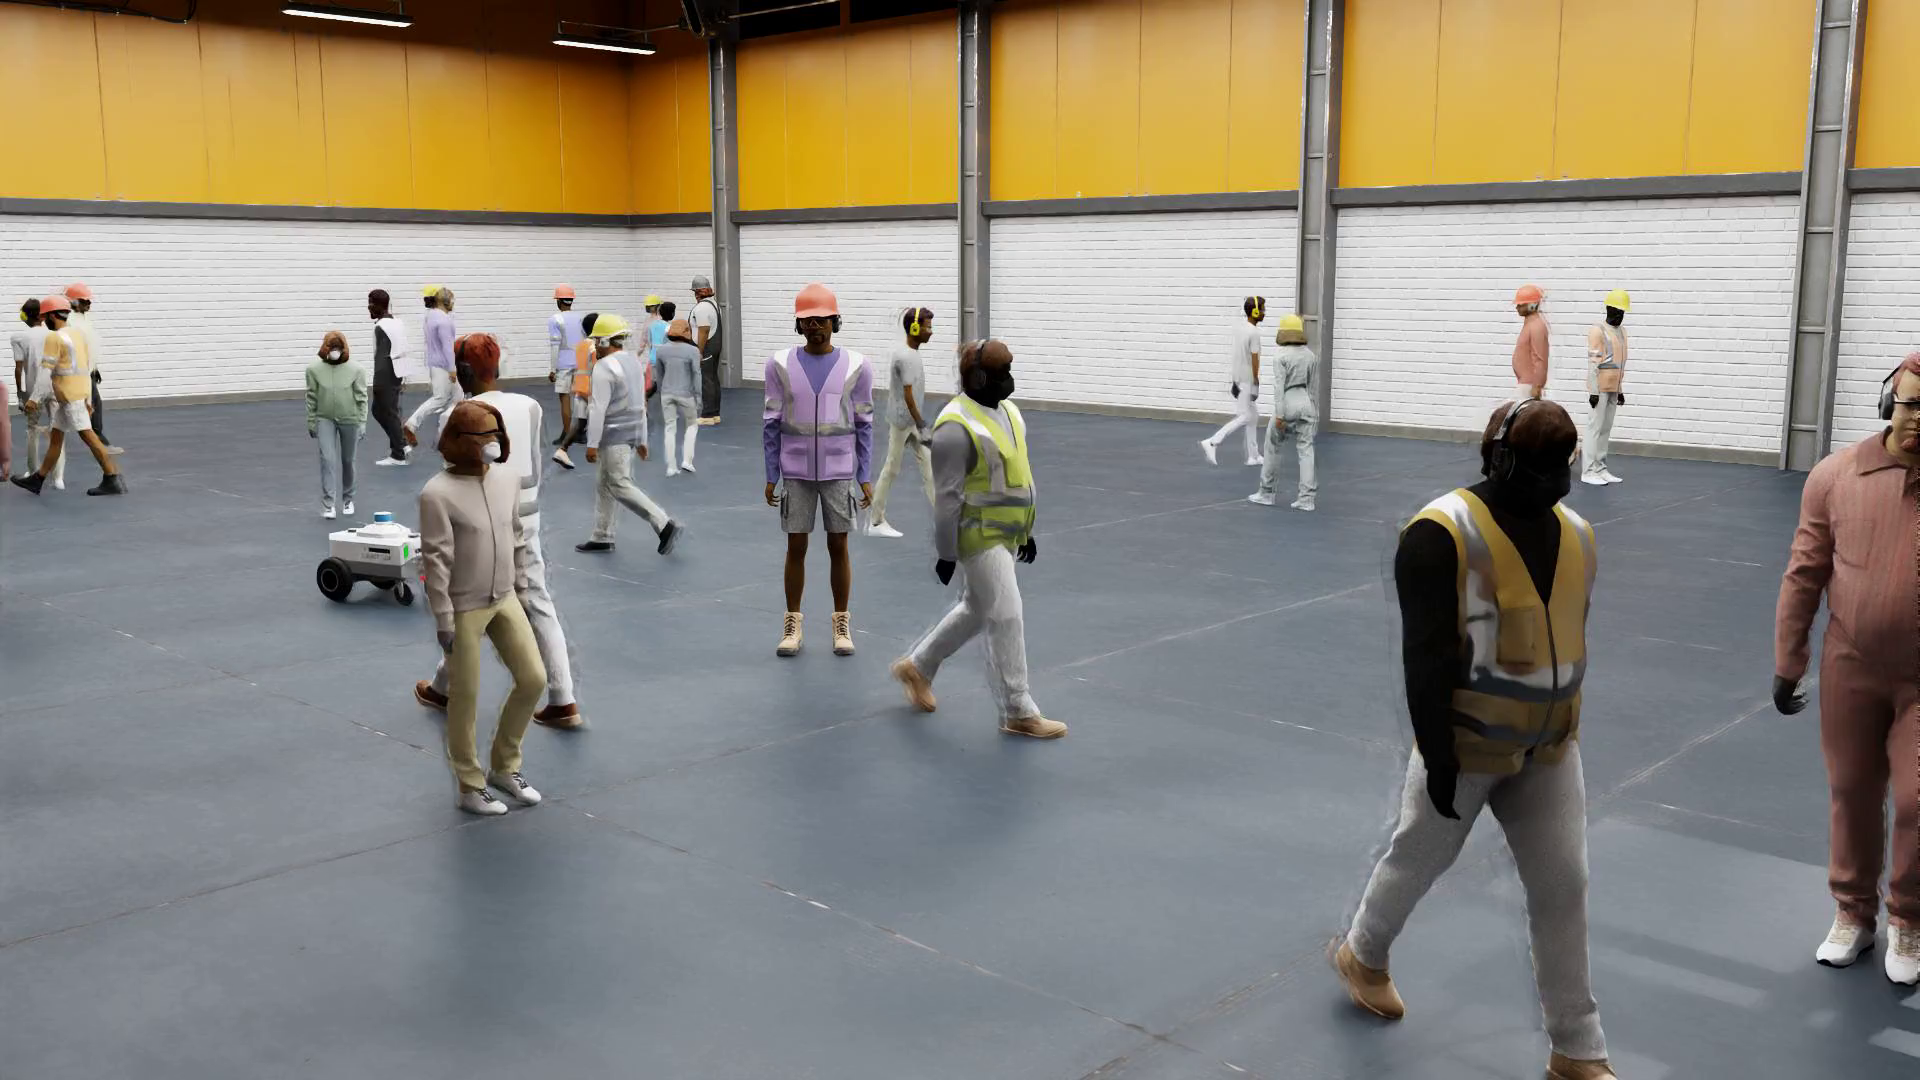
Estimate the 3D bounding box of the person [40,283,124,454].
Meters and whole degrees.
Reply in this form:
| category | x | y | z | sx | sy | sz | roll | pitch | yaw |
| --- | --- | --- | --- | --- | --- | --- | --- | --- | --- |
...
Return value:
| category | x | y | z | sx | sy | sz | roll | pitch | yaw |
| --- | --- | --- | --- | --- | --- | --- | --- | --- | --- |
| person | -10.069 | -1.940 | 18.943 | 0.812 | 1.969 | 0.618 | -2 | 10 | -14 |

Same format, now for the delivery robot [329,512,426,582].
| category | x | y | z | sx | sy | sz | roll | pitch | yaw |
| --- | --- | --- | --- | --- | --- | --- | --- | --- | --- |
| delivery robot | -3.696 | 0.063 | 10.683 | 0.707 | 0.478 | 0.477 | 4 | 10 | 26 |

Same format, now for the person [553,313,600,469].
| category | x | y | z | sx | sy | sz | roll | pitch | yaw |
| --- | --- | --- | --- | --- | --- | --- | --- | --- | --- |
| person | -3.935 | -1.554 | 17.495 | 0.763 | 1.668 | 0.538 | -9 | 13 | -43 |

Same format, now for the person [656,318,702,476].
| category | x | y | z | sx | sy | sz | roll | pitch | yaw |
| --- | --- | --- | --- | --- | --- | --- | --- | --- | --- |
| person | -2.888 | -1.465 | 17.098 | 0.534 | 1.614 | 0.403 | 2 | 9 | 11 |

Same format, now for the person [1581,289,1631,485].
| category | x | y | z | sx | sy | sz | roll | pitch | yaw |
| --- | --- | --- | --- | --- | --- | --- | --- | --- | --- |
| person | 6.393 | -1.503 | 16.404 | 0.589 | 1.918 | 0.392 | -8 | 12 | -41 |

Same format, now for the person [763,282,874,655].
| category | x | y | z | sx | sy | sz | roll | pitch | yaw |
| --- | --- | --- | --- | --- | --- | --- | --- | --- | --- |
| person | -0.773 | -0.376 | 9.107 | 0.605 | 2.045 | 0.378 | 0 | 9 | -2 |

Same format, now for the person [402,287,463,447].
| category | x | y | z | sx | sy | sz | roll | pitch | yaw |
| --- | --- | --- | --- | --- | --- | --- | --- | --- | --- |
| person | -6.229 | -2.043 | 19.764 | 0.899 | 1.908 | 0.646 | -4 | 10 | -23 |

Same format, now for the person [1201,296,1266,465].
| category | x | y | z | sx | sy | sz | roll | pitch | yaw |
| --- | --- | --- | --- | --- | --- | --- | --- | --- | --- |
| person | 3.001 | -1.690 | 17.838 | 0.807 | 1.837 | 0.524 | -2 | 9 | -11 |

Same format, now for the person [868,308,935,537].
| category | x | y | z | sx | sy | sz | roll | pitch | yaw |
| --- | --- | --- | --- | --- | --- | --- | --- | --- | --- |
| person | -0.325 | -0.894 | 12.983 | 0.947 | 1.812 | 0.502 | 3 | 10 | 18 |

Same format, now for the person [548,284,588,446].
| category | x | y | z | sx | sy | sz | roll | pitch | yaw |
| --- | --- | --- | --- | --- | --- | --- | --- | --- | --- |
| person | -4.725 | -2.102 | 20.019 | 0.357 | 1.938 | 0.542 | 7 | 12 | 38 |

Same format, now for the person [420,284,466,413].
| category | x | y | z | sx | sy | sz | roll | pitch | yaw |
| --- | --- | --- | --- | --- | --- | --- | --- | --- | --- |
| person | -7.672 | -2.833 | 24.619 | 0.706 | 1.908 | 0.591 | -8 | 12 | -41 |

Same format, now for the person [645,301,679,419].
| category | x | y | z | sx | sy | sz | roll | pitch | yaw |
| --- | --- | --- | --- | --- | --- | --- | --- | --- | --- |
| person | -4.177 | -2.479 | 23.127 | 0.546 | 1.672 | 0.632 | 6 | 11 | 34 |

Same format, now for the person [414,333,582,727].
| category | x | y | z | sx | sy | sz | roll | pitch | yaw |
| --- | --- | --- | --- | --- | --- | --- | --- | --- | --- |
| person | -2.160 | -0.043 | 7.742 | 1.005 | 1.833 | 0.593 | 7 | 12 | 38 |

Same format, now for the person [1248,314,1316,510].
| category | x | y | z | sx | sy | sz | roll | pitch | yaw |
| --- | --- | --- | --- | --- | --- | --- | --- | --- | --- |
| person | 2.903 | -1.142 | 14.812 | 0.487 | 1.714 | 0.781 | -4 | 10 | -26 |

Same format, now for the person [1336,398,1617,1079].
| category | x | y | z | sx | sy | sz | roll | pitch | yaw |
| --- | --- | --- | --- | --- | --- | --- | --- | --- | --- |
| person | 1.390 | 0.512 | 4.435 | 0.634 | 1.801 | 0.957 | -4 | 10 | -21 |

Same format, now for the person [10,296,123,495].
| category | x | y | z | sx | sy | sz | roll | pitch | yaw |
| --- | --- | --- | --- | --- | --- | --- | --- | --- | --- |
| person | -8.387 | -1.337 | 15.538 | 1.027 | 1.859 | 0.564 | -2 | 9 | -11 |

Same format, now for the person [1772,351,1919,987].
| category | x | y | z | sx | sy | sz | roll | pitch | yaw |
| --- | --- | --- | --- | --- | --- | --- | --- | --- | --- |
| person | 2.761 | 0.386 | 4.914 | 0.683 | 1.883 | 0.503 | 8 | 12 | 40 |

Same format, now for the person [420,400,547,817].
| category | x | y | z | sx | sy | sz | roll | pitch | yaw |
| --- | --- | --- | --- | --- | --- | --- | --- | --- | --- |
| person | -1.809 | 0.274 | 6.393 | 0.425 | 1.620 | 0.524 | 6 | 11 | 32 |

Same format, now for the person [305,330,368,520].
| category | x | y | z | sx | sy | sz | roll | pitch | yaw |
| --- | --- | --- | --- | --- | --- | --- | --- | --- | --- |
| person | -5.280 | -0.972 | 14.113 | 0.508 | 1.597 | 0.787 | -3 | 10 | -16 |

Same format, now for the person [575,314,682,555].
| category | x | y | z | sx | sy | sz | roll | pitch | yaw |
| --- | --- | --- | --- | --- | --- | --- | --- | --- | --- |
| person | -2.460 | -0.764 | 12.246 | 0.834 | 1.797 | 0.594 | 2 | 9 | 12 |

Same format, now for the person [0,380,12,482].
| category | x | y | z | sx | sy | sz | roll | pitch | yaw |
| --- | --- | --- | --- | --- | --- | --- | --- | --- | --- |
| person | -6.586 | -0.531 | 11.020 | 0.575 | 1.723 | 0.574 | 0 | 9 | -3 |

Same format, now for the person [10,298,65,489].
| category | x | y | z | sx | sy | sz | roll | pitch | yaw |
| --- | --- | --- | --- | --- | --- | --- | --- | --- | --- |
| person | -8.956 | -1.425 | 16.221 | 0.508 | 1.827 | 0.904 | -7 | 12 | -37 |

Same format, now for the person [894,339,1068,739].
| category | x | y | z | sx | sy | sz | roll | pitch | yaw |
| --- | --- | --- | --- | --- | --- | --- | --- | --- | --- |
| person | 0.071 | -0.019 | 7.650 | 0.887 | 1.815 | 0.622 | 4 | 10 | 24 |

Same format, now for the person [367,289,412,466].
| category | x | y | z | sx | sy | sz | roll | pitch | yaw |
| --- | --- | --- | --- | --- | --- | --- | --- | --- | --- |
| person | -6.163 | -1.739 | 17.884 | 0.460 | 1.902 | 0.626 | -1 | 9 | -7 |

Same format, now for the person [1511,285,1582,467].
| category | x | y | z | sx | sy | sz | roll | pitch | yaw |
| --- | --- | --- | --- | --- | --- | --- | --- | --- | --- |
| person | 6.022 | -1.669 | 17.306 | 0.888 | 1.962 | 0.621 | 2 | 10 | 14 |

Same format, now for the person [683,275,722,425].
| category | x | y | z | sx | sy | sz | roll | pitch | yaw |
| --- | --- | --- | --- | --- | --- | --- | --- | --- | --- |
| person | -3.527 | -2.596 | 22.728 | 0.535 | 2.000 | 0.685 | 1 | 9 | 9 |

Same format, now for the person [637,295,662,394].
| category | x | y | z | sx | sy | sz | roll | pitch | yaw |
| --- | --- | --- | --- | --- | --- | --- | --- | --- | --- |
| person | -4.791 | -3.017 | 26.312 | 0.923 | 1.723 | 0.528 | -6 | 11 | -34 |
